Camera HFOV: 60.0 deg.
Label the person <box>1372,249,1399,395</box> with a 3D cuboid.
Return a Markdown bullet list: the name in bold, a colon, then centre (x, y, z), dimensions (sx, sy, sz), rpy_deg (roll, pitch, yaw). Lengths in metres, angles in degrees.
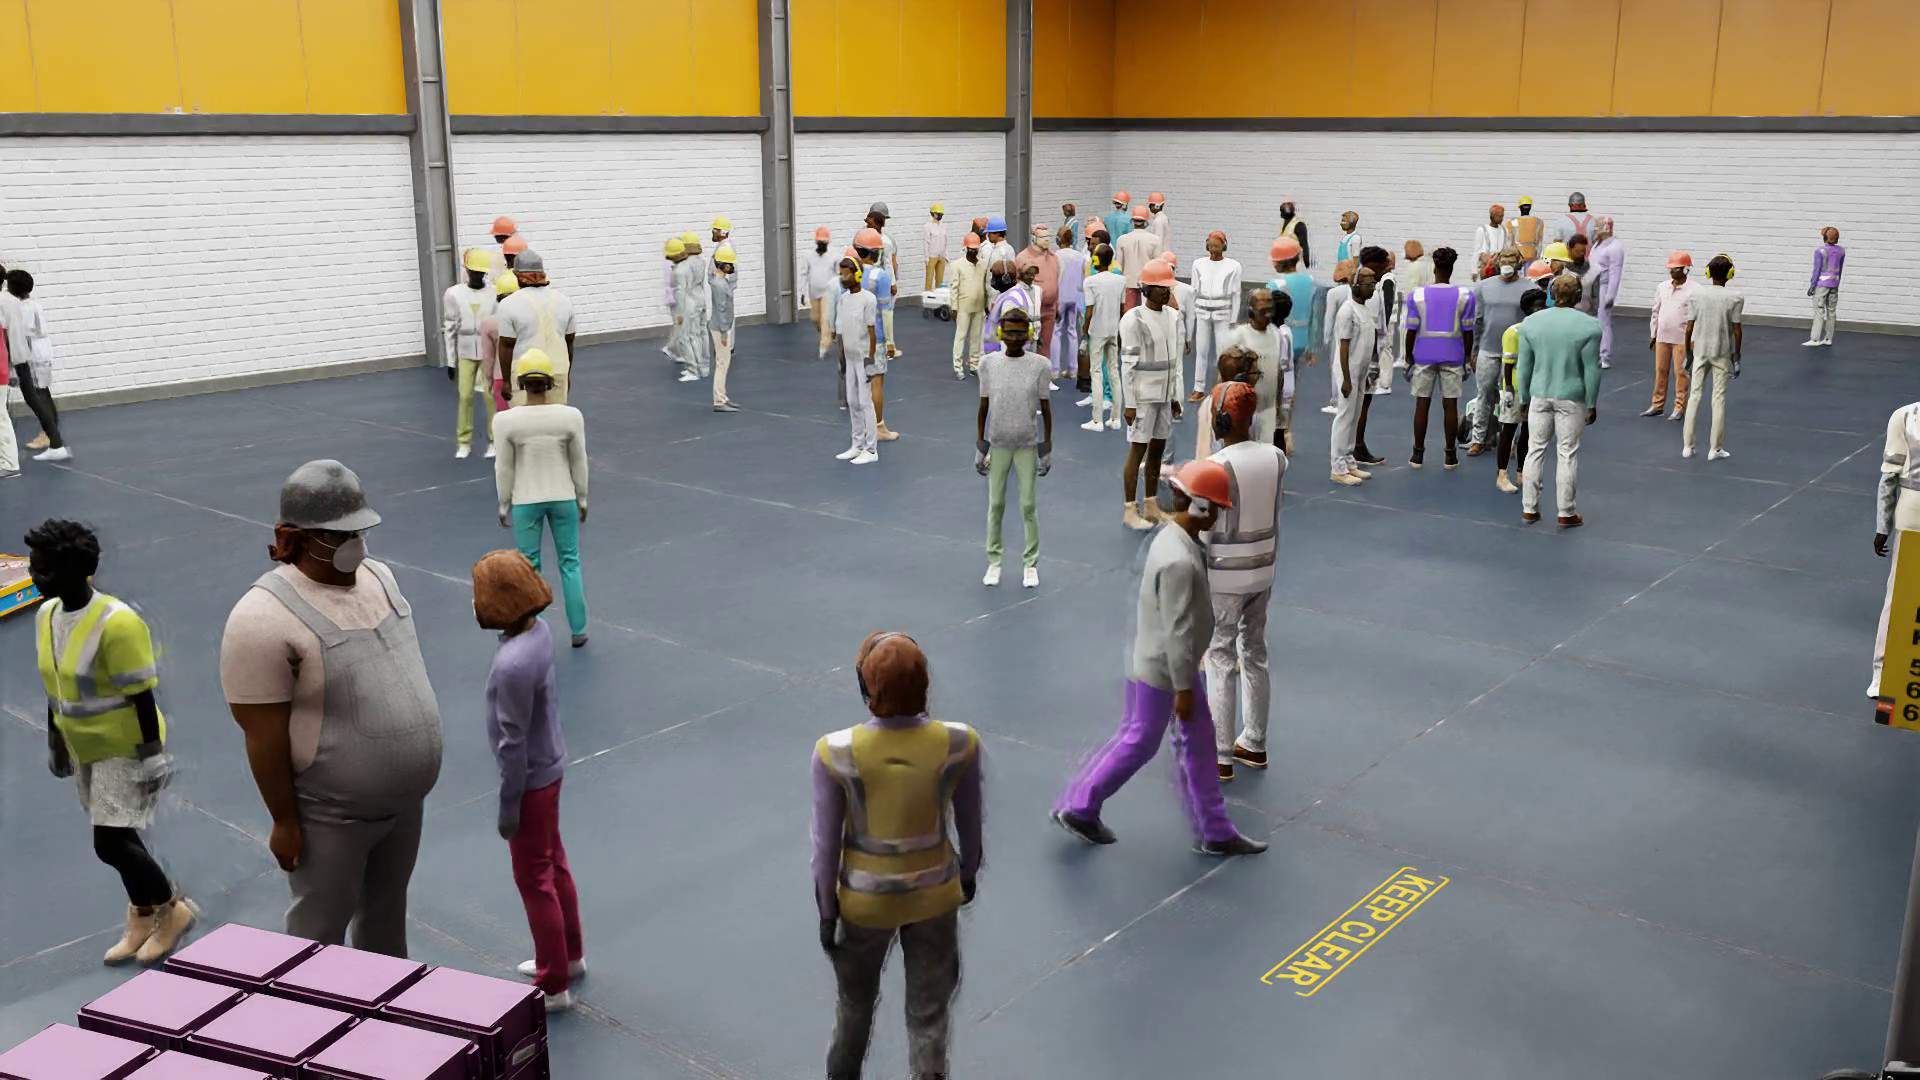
- **person**: centre (4.792, -2.461, 18.818), dimensions (0.314, 1.641, 0.515), rpy_deg (2, 14, 7)

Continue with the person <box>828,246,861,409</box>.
- **person**: centre (-1.127, -2.272, 17.836), dimensions (0.575, 1.747, 0.337), rpy_deg (4, 15, 14)

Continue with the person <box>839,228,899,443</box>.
- **person**: centre (-0.868, -1.961, 16.003), dimensions (0.605, 2.045, 0.378), rpy_deg (11, 18, 36)

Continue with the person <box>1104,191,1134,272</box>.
- **person**: centre (2.512, -4.451, 26.054), dimensions (0.611, 1.995, 0.380), rpy_deg (13, 19, 42)

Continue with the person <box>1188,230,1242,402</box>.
- **person**: centre (2.776, -2.433, 18.228), dimensions (0.576, 1.878, 0.355), rpy_deg (6, 15, 22)

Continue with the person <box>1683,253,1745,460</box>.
- **person**: centre (6.868, -1.667, 15.174), dimensions (0.510, 1.877, 0.328), rpy_deg (11, 18, 37)

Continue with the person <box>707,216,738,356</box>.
- **person**: centre (-3.134, -3.351, 21.976), dimensions (0.404, 1.836, 0.600), rpy_deg (-1, 14, -2)

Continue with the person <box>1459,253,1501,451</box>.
- **person**: centre (4.960, -1.757, 15.587), dimensions (0.376, 1.844, 0.573), rpy_deg (9, 16, 31)

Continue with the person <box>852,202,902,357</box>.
- **person**: centre (-1.052, -3.434, 21.898), dimensions (0.676, 2.000, 0.536), rpy_deg (11, 18, 38)

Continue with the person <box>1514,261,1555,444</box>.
- **person**: centre (5.480, -1.782, 15.881), dimensions (0.324, 1.749, 0.563), rpy_deg (11, 18, 37)

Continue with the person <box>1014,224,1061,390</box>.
- **person**: centre (0.914, -2.637, 18.985), dimensions (0.639, 1.908, 0.409), rpy_deg (-12, 18, -40)

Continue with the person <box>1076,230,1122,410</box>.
- **person**: centre (1.525, -2.357, 17.839), dimensions (0.371, 1.918, 0.597), rpy_deg (-8, 16, -28)

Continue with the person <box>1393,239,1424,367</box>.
- **person**: centre (5.681, -2.947, 20.803), dimensions (0.509, 1.614, 0.513), rpy_deg (1, 14, 5)

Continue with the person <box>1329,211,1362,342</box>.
- **person**: centre (5.371, -3.631, 23.081), dimensions (0.345, 1.846, 0.507), rpy_deg (-1, 14, -6)

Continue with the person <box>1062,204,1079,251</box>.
- **person**: centre (1.957, -5.190, 29.750), dimensions (0.313, 1.632, 0.521), rpy_deg (-5, 15, -21)

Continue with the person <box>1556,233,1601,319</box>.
- **person**: centre (6.638, -2.427, 18.219), dimensions (0.580, 1.877, 0.894), rpy_deg (-2, 14, -8)

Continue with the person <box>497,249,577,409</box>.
- **person**: centre (-3.508, -1.384, 13.704), dimensions (0.536, 2.000, 0.685), rpy_deg (13, 19, 43)

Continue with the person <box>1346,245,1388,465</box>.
- **person**: centre (3.645, -1.665, 14.977), dimensions (0.368, 1.966, 0.603), rpy_deg (-1, 14, -6)

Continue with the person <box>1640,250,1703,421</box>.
- **person**: centre (7.364, -2.107, 17.177), dimensions (0.341, 1.749, 0.572), rpy_deg (-9, 17, -31)

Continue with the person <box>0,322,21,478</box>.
- **person**: centre (-8.429, -1.405, 14.398), dimensions (0.348, 1.740, 0.573), rpy_deg (-11, 18, -38)

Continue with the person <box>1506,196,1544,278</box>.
- **person**: centre (8.848, -4.442, 26.175), dimensions (0.585, 1.918, 0.377), rpy_deg (0, 14, 0)

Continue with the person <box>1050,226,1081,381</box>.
- **person**: centre (1.249, -2.824, 19.883), dimensions (0.518, 1.836, 0.346), rpy_deg (-7, 16, -27)

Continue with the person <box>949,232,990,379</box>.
- **person**: centre (0.140, -2.815, 20.004), dimensions (0.570, 1.749, 0.342), rpy_deg (-9, 17, -32)

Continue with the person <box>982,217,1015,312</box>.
- **person**: centre (0.475, -2.895, 19.961), dimensions (0.414, 1.939, 0.608), rpy_deg (4, 15, 17)

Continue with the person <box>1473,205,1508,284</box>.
- **person**: centre (7.725, -3.938, 24.260), dimensions (0.578, 1.875, 0.360), rpy_deg (-7, 16, -25)

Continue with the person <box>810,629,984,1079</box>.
- **person**: centre (-0.191, 1.033, 4.928), dimensions (0.526, 1.608, 0.791), rpy_deg (-2, 14, -9)

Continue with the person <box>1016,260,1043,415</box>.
- **person**: centre (0.672, -2.103, 17.392), dimensions (0.313, 1.639, 0.513), rpy_deg (13, 19, 42)

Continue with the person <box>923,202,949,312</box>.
- **person**: centre (-0.386, -4.630, 27.230), dimensions (0.525, 1.770, 0.307), rpy_deg (-13, 19, -42)

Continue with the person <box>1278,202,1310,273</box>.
- **person**: centre (5.348, -4.512, 26.689), dimensions (0.495, 1.805, 0.647), rpy_deg (-3, 14, -12)

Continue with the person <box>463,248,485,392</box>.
- **person**: centre (-5.545, -2.521, 19.075), dimensions (0.312, 1.639, 0.519), rpy_deg (-6, 15, -23)

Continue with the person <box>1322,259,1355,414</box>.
- **person**: centre (4.065, -2.149, 17.611), dimensions (0.493, 1.625, 0.279), rpy_deg (-6, 15, -22)

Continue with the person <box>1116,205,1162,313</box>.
- **person**: centre (2.309, -3.294, 21.426), dimensions (0.608, 1.995, 0.383), rpy_deg (4, 15, 16)

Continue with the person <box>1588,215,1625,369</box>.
- **person**: centre (7.999, -3.093, 20.809), dimensions (0.403, 1.905, 0.651), rpy_deg (-1, 14, -2)

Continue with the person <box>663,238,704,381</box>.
- **person**: centre (-3.304, -2.755, 19.887), dimensions (0.447, 1.703, 0.632), rpy_deg (-2, 14, -7)

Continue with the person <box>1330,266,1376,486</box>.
- **person**: centre (3.359, -1.395, 14.144), dimensions (0.346, 1.846, 0.505), rpy_deg (8, 16, 30)

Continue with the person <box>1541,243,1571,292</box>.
- **person**: centre (6.087, -2.154, 17.218), dimensions (0.404, 1.827, 0.587), rpy_deg (6, 15, 23)

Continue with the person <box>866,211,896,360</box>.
- **person**: centre (-1.048, -3.291, 21.568), dimensions (0.393, 1.922, 0.587), rpy_deg (-7, 16, -25)

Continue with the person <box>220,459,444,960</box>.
- **person**: centre (-1.879, 0.743, 5.203), dimensions (0.539, 2.000, 0.688), rpy_deg (5, 15, 18)
